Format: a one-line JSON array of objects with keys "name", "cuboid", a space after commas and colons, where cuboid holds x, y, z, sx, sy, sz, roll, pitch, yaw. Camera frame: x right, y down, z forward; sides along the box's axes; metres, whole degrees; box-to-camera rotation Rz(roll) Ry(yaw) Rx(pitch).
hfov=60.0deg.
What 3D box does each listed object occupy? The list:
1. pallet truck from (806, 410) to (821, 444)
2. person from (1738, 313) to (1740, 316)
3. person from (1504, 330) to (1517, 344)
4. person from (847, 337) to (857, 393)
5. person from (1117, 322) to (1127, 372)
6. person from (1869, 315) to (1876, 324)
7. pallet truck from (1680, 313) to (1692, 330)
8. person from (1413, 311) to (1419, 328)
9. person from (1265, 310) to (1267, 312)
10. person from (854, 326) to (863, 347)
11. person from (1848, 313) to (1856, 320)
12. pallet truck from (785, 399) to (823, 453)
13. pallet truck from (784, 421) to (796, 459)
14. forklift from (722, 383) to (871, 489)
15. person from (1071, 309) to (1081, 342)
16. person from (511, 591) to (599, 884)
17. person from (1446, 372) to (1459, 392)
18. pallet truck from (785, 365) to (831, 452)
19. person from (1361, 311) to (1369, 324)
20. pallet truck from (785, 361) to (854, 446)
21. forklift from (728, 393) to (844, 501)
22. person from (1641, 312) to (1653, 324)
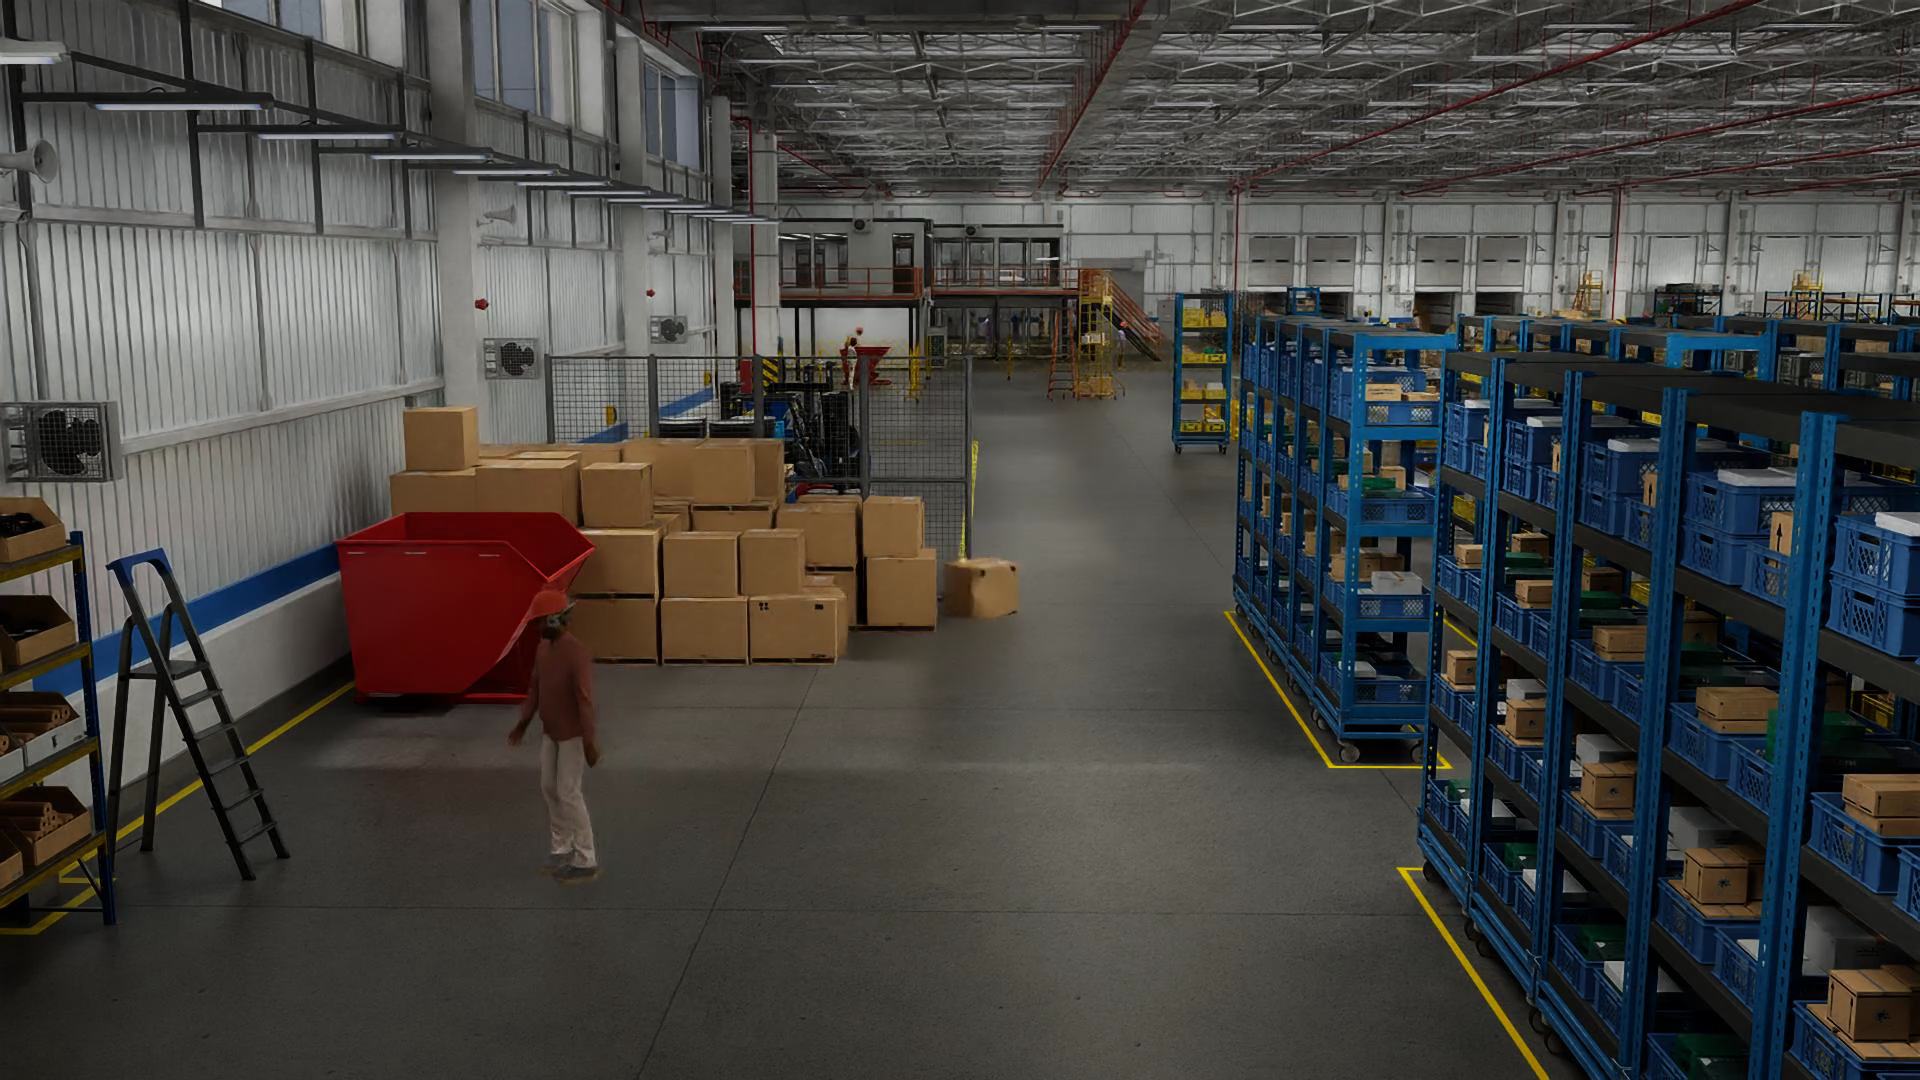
[{"name": "pallet truck", "cuboid": [-3.559, -2.018, 33.905, 1.522, 1.261, 0.704, 0, 9, -1]}, {"name": "person", "cuboid": [40.984, -11.007, 87.607, 0.333, 1.861, 0.520, 0, 9, 3]}, {"name": "person", "cuboid": [20.849, -7.115, 63.038, 0.535, 2.000, 0.709, 2, 9, 12]}, {"name": "person", "cuboid": [-3.614, -5.861, 55.780, 0.359, 1.886, 0.573, 0, 9, 3]}, {"name": "person", "cuboid": [6.612, -7.874, 67.747, 0.402, 2.033, 0.605, 0, 9, 3]}, {"name": "person", "cuboid": [49.135, -11.260, 89.551, 0.320, 1.734, 0.484, 0, 9, 3]}, {"name": "pallet truck", "cuboid": [36.315, -10.531, 84.244, 0.823, 1.965, 1.885, -6, 11, -33]}, {"name": "person", "cuboid": [24.941, -11.658, 91.465, 0.778, 1.901, 0.613, 4, 10, 26]}, {"name": "person", "cuboid": [16.878, -11.791, 92.221, 0.635, 1.938, 1.046, -2, 9, -10]}, {"name": "person", "cuboid": [-3.889, -7.407, 65.209, 0.704, 1.912, 0.582, -2, 9, -14]}, {"name": "person", "cuboid": [48.282, -11.374, 89.944, 0.420, 1.830, 0.550, -9, 13, -44]}, {"name": "pallet truck", "cuboid": [-3.814, -2.432, 36.419, 1.630, 1.274, 0.653, 0, 9, 1]}, {"name": "pallet truck", "cuboid": [-4.013, -1.793, 32.705, 1.601, 1.201, 0.680, 0, 9, 1]}, {"name": "forklift", "cuboid": [-2.893, -1.687, 28.729, 2.680, 1.987, 1.157, 0, 9, -1]}, {"name": "person", "cuboid": [6.687, -12.325, 95.561, 0.571, 1.914, 0.612, -4, 10, -25]}, {"name": "person", "cuboid": [-2.723, 1.314, 11.289, 0.467, 1.961, 0.638, -7, 12, -37]}, {"name": "person", "cuboid": [15.174, -5.043, 51.238, 0.911, 1.717, 0.563, -9, 13, -43]}, {"name": "pallet truck", "cuboid": [-3.774, -2.976, 37.635, 1.885, 1.965, 0.823, 1, 9, 5]}, {"name": "person", "cuboid": [22.761, -11.923, 93.379, 0.627, 1.830, 0.445, -8, 12, -42]}, {"name": "pallet truck", "cuboid": [-3.410, -3.193, 38.978, 1.885, 1.965, 0.823, 0, 9, -1]}, {"name": "forklift", "cuboid": [-2.979, -1.316, 26.476, 2.680, 1.987, 1.157, 0, 9, 1]}, {"name": "person", "cuboid": [36.268, -11.062, 87.692, 0.673, 1.945, 0.686, 8, 12, 42]}]
